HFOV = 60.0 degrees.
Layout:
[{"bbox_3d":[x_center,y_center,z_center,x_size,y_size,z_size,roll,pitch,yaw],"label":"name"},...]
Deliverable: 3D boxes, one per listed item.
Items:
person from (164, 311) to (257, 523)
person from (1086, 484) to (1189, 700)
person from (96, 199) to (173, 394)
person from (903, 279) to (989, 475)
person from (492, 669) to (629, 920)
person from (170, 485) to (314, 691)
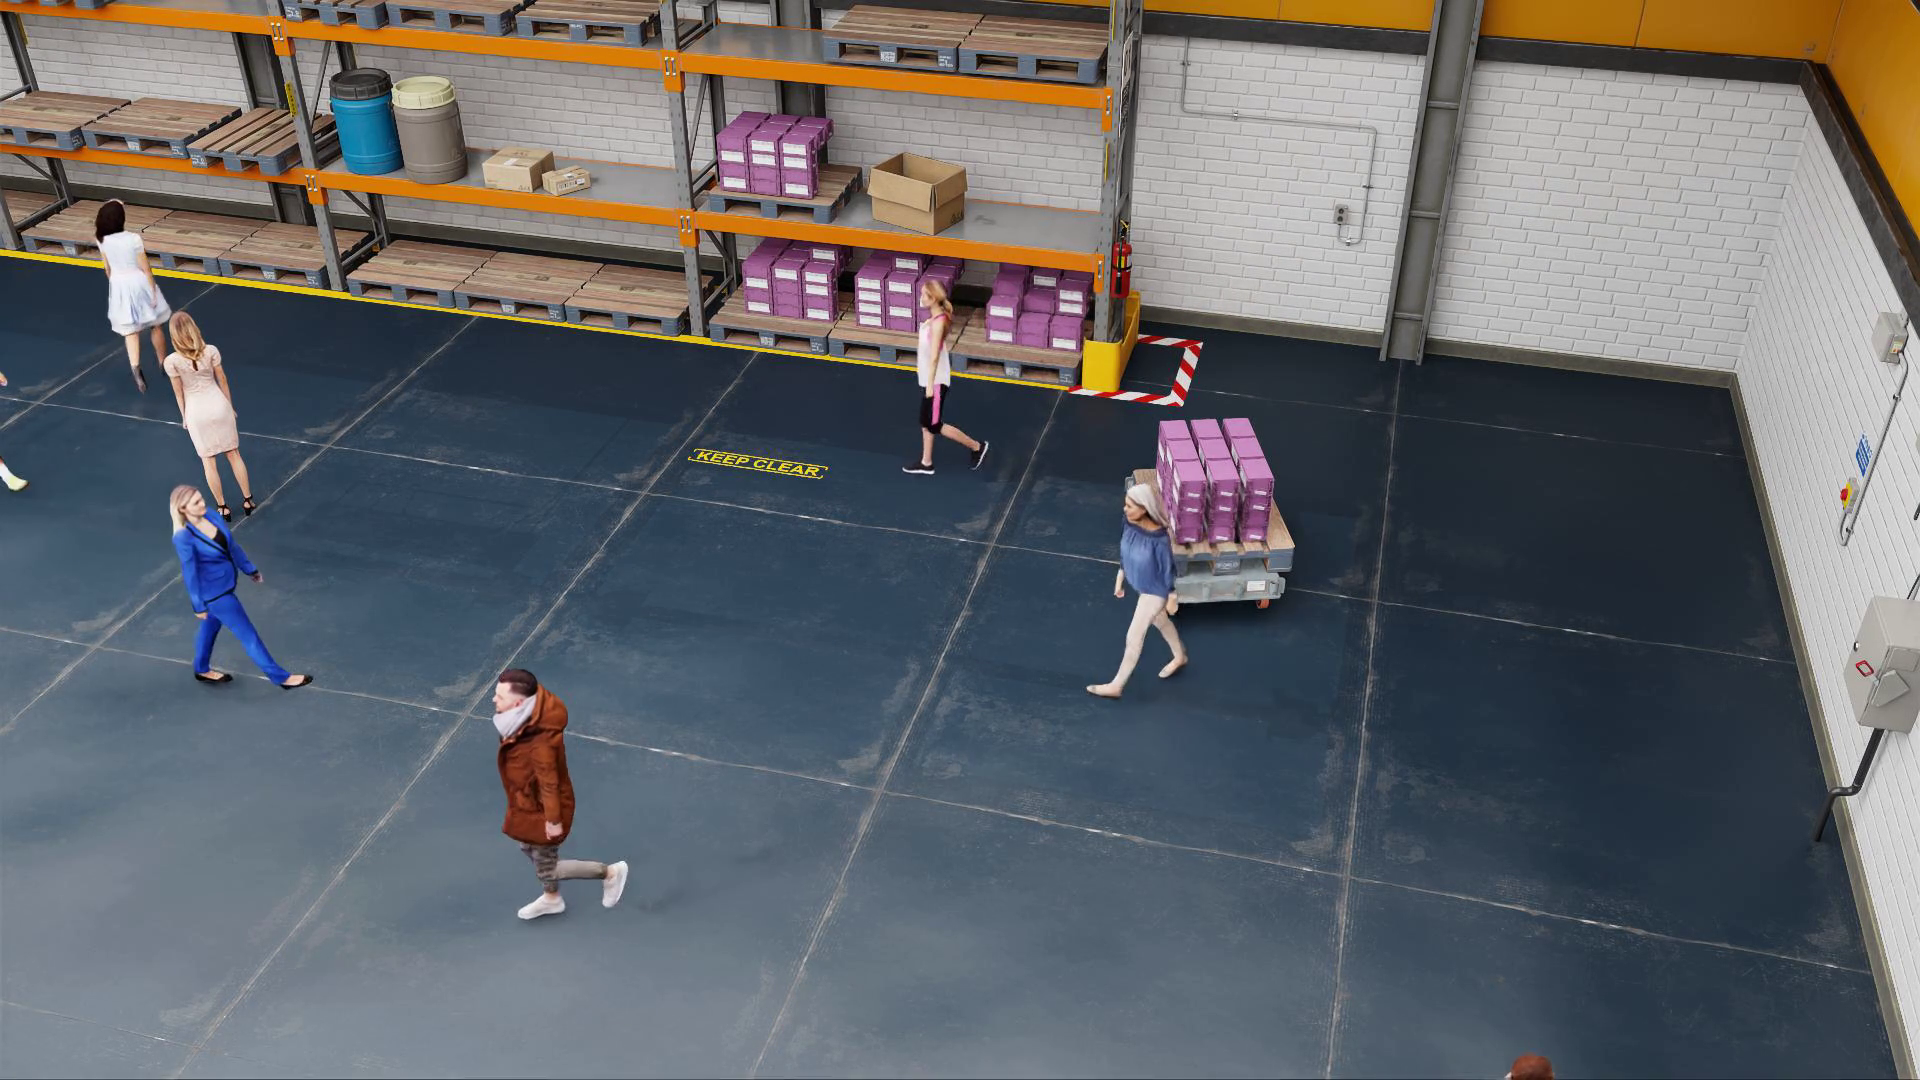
[{"bbox_3d":[-5.927,-0.970,13.125,0.643,1.831,0.689,-21,39,-28],"label":"person"},{"bbox_3d":[1.383,0.328,11.334,1.156,1.651,1.050,-18,38,-25],"label":"person"},{"bbox_3d":[-7.421,-2.130,14.908,1.115,1.788,1.013,-5,34,-7],"label":"person"},{"bbox_3d":[-0.124,-1.292,13.662,1.023,1.772,0.785,0,34,0],"label":"person"},{"bbox_3d":[-2.297,1.475,9.457,1.059,1.818,0.991,-15,36,-21],"label":"person"},{"bbox_3d":[-5.128,0.355,11.288,1.182,1.658,0.822,1,34,1],"label":"person"}]
